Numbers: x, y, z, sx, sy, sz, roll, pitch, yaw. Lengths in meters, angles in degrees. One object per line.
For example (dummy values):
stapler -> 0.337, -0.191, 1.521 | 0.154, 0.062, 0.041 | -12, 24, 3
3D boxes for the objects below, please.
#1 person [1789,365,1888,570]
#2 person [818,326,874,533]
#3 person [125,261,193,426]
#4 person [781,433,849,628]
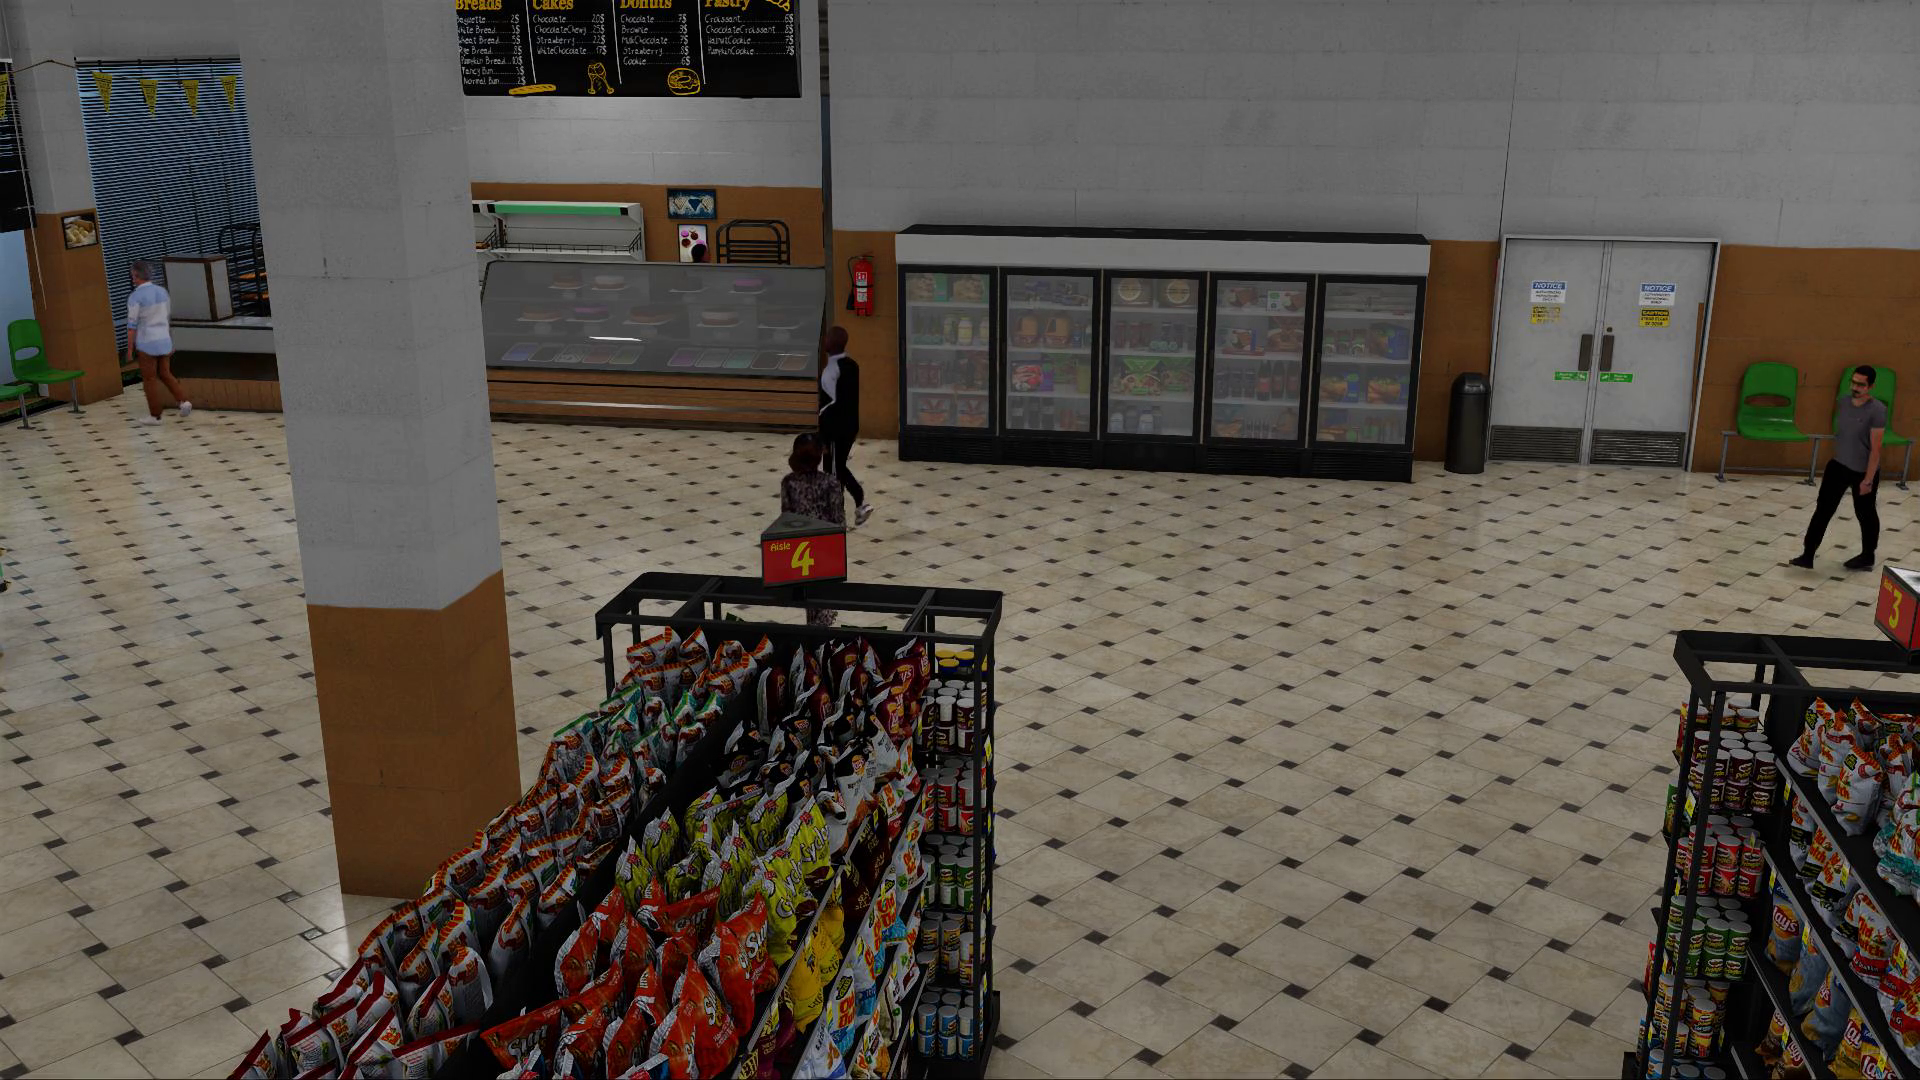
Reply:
person -> 7.194, -0.562, 13.294 | 1.116, 1.695, 1.115 | -8, 19, -24
person -> -0.966, -0.937, 14.314 | 0.852, 1.819, 0.786 | 9, 19, 27
person -> -8.845, -2.154, 18.331 | 0.837, 1.814, 0.823 | 6, 18, 19
person -> -0.979, 0.154, 10.936 | 0.683, 1.693, 1.016 | 6, 18, 18
